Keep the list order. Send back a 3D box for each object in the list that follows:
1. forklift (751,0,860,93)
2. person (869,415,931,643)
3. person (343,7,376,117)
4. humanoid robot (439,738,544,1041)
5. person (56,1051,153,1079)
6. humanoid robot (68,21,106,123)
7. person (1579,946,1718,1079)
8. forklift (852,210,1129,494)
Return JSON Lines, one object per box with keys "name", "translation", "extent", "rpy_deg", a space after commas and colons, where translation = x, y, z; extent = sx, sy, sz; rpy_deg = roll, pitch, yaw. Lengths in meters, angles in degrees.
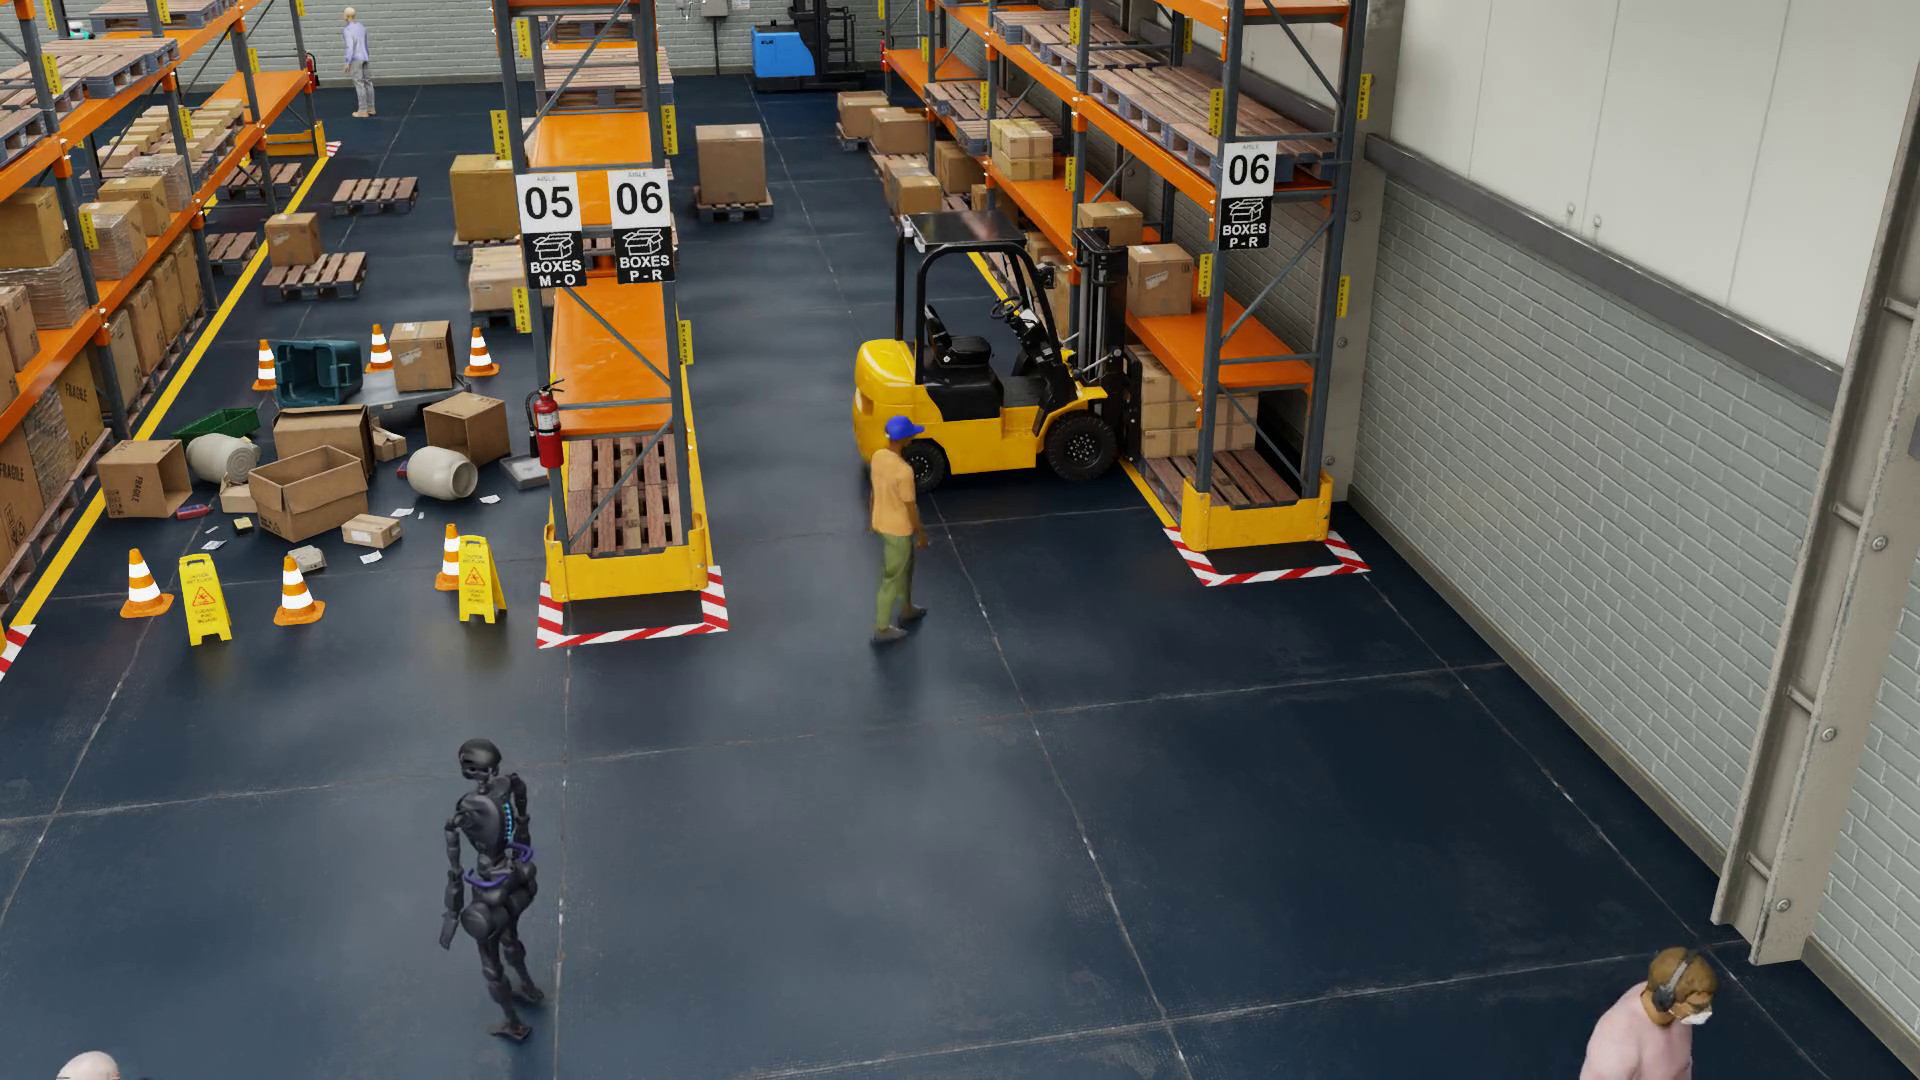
{"name": "forklift", "translation": [-2.872, -9.679, 30.288], "extent": [1.873, 2.768, 1.129], "rpy_deg": [-5, 26, -10]}
{"name": "person", "translation": [-0.376, -0.103, 11.688], "extent": [0.670, 1.693, 0.472], "rpy_deg": [-17, 31, -32]}
{"name": "person", "translation": [-10.220, -8.121, 28.276], "extent": [0.395, 1.799, 0.589], "rpy_deg": [7, 27, 15]}
{"name": "humanoid robot", "translation": [-2.265, 1.680, 8.000], "extent": [0.372, 1.656, 0.594], "rpy_deg": [12, 28, 23]}
{"name": "person", "translation": [-2.914, 2.562, 6.029], "extent": [0.975, 1.794, 0.546], "rpy_deg": [-5, 26, -11]}
{"name": "humanoid robot", "translation": [-14.564, -7.714, 27.523], "extent": [1.027, 1.739, 0.538], "rpy_deg": [23, 34, 39]}
{"name": "person", "translation": [2.617, 2.346, 6.377], "extent": [1.036, 1.874, 0.637], "rpy_deg": [21, 33, 37]}
{"name": "forklift", "translation": [0.216, -1.659, 14.366], "extent": [2.313, 2.155, 1.214], "rpy_deg": [-5, 26, -10]}
